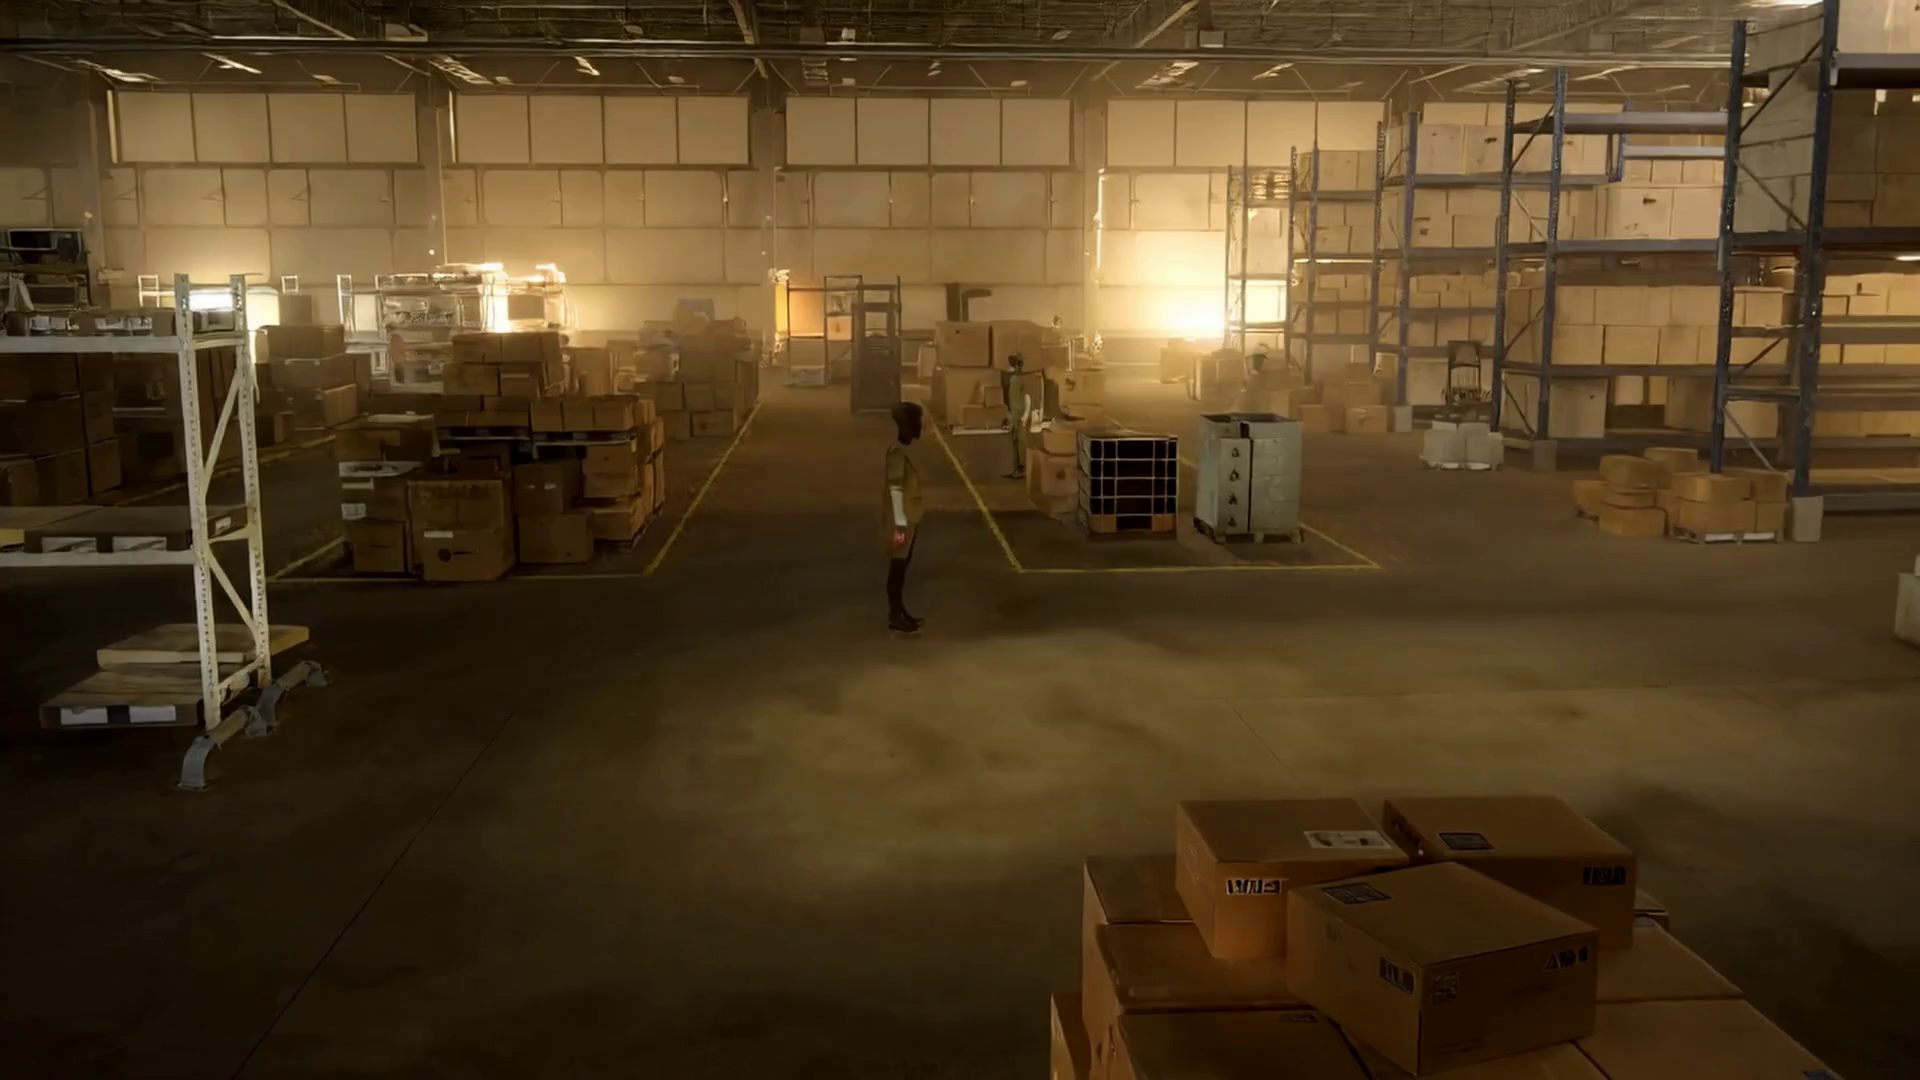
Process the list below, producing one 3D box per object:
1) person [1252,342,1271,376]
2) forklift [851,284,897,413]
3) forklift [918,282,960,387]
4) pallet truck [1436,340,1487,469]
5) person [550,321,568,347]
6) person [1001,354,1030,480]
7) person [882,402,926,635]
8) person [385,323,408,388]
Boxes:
[{"bbox_3d":[6.295,-3.338,34.912,0.455,1.625,0.526,-8,12,-41],"label":"person"},{"bbox_3d":[-1.864,-4.270,36.839,1.129,2.768,1.873,-1,9,-5],"label":"forklift"},{"bbox_3d":[-0.197,-5.567,44.986,1.873,2.768,1.129,-1,9,-4],"label":"forklift"},{"bbox_3d":[8.004,-2.170,26.422,0.823,1.965,1.885,2,9,14],"label":"pallet truck"},{"bbox_3d":[-9.572,-4.225,39.507,0.354,1.939,0.545,6,11,33],"label":"person"},{"bbox_3d":[0.846,-1.815,24.609,0.312,1.864,0.532,-5,10,-29],"label":"person"},{"bbox_3d":[-0.472,-0.192,14.094,0.373,1.966,0.607,1,9,7],"label":"person"},{"bbox_3d":[-13.221,-4.067,38.628,0.867,1.909,0.634,-8,12,-40],"label":"person"}]
